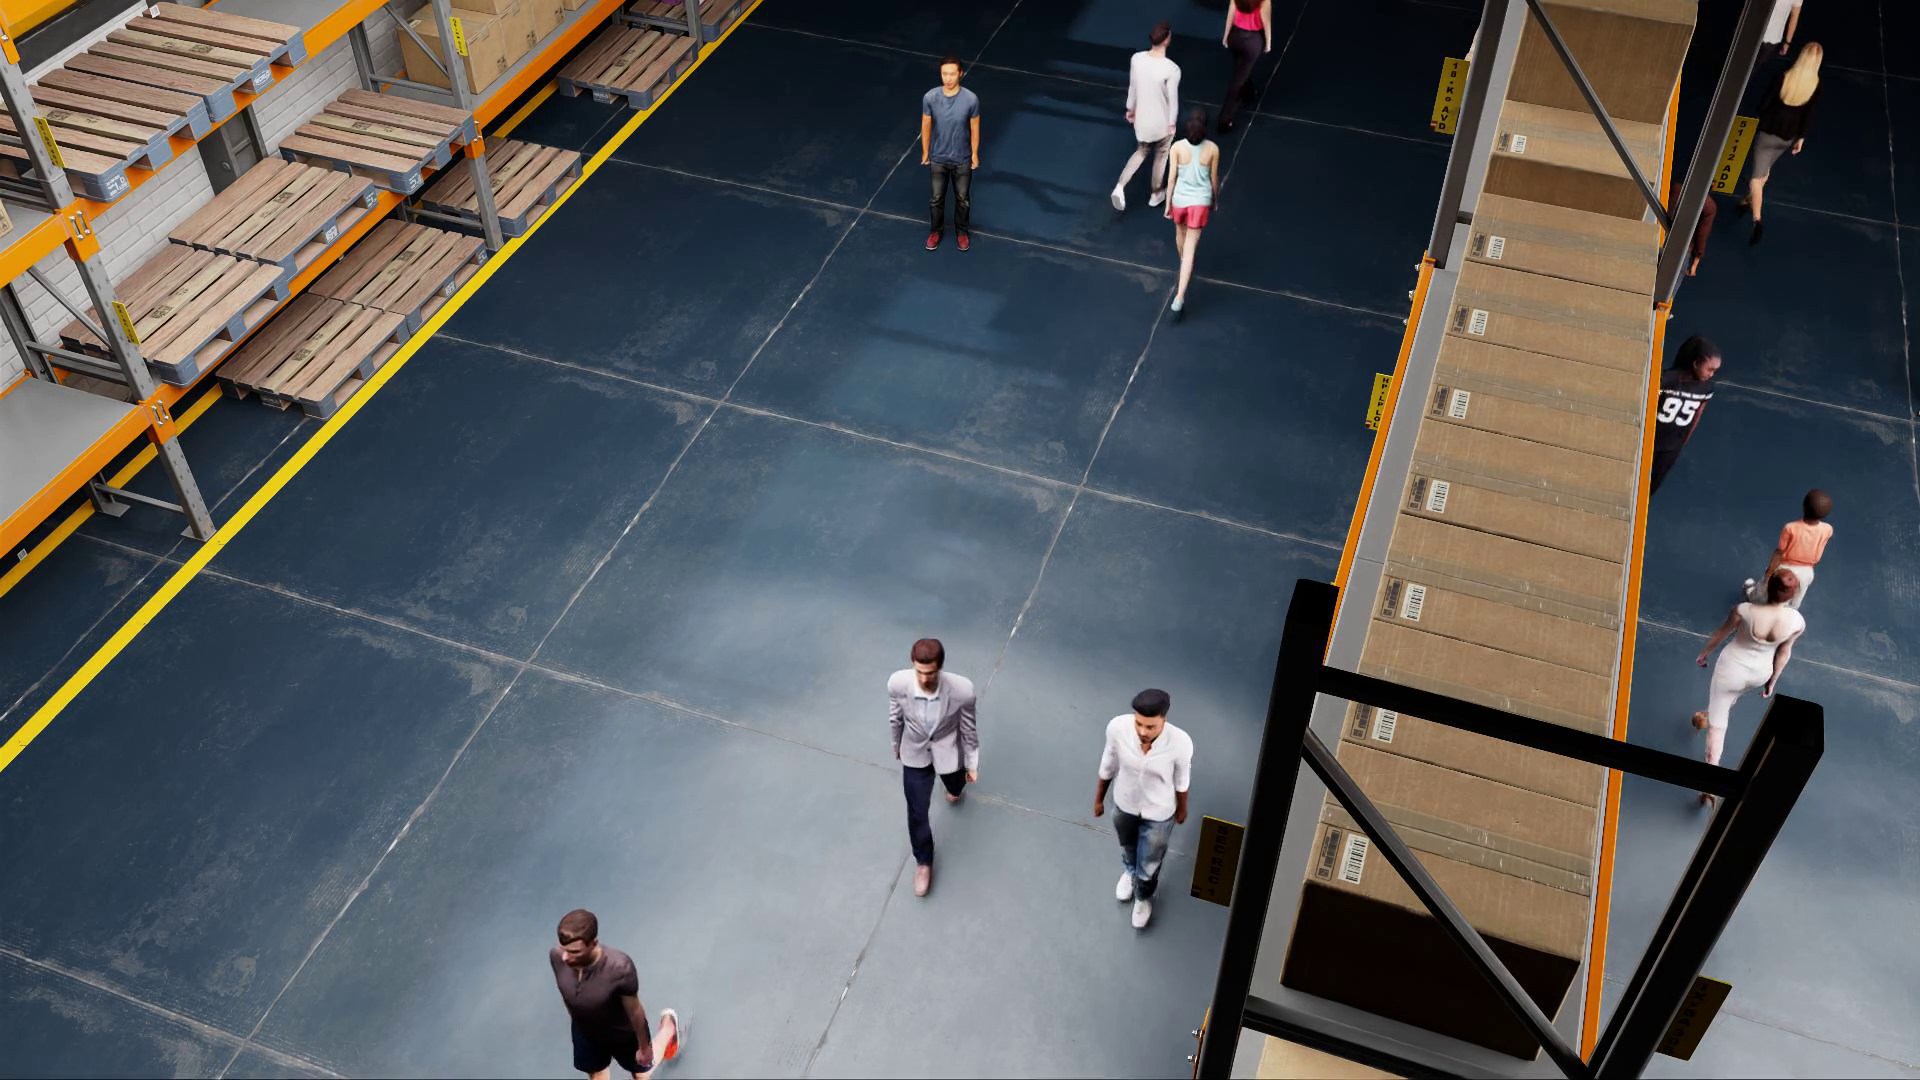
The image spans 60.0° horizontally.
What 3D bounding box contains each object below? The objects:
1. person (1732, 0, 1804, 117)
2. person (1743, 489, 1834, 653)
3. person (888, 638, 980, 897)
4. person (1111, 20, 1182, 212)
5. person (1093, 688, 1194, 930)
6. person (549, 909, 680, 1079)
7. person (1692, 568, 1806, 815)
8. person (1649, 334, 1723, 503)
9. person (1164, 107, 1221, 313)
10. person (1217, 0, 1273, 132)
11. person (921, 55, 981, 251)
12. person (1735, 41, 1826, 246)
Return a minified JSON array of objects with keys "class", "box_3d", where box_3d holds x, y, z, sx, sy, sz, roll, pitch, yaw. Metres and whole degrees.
[{"class":"person","box_3d":[7.773,-4.922,16.098,0.721,1.682,1.066,11,45,11]},{"class":"person","box_3d":[5.487,0.263,10.951,0.557,1.274,0.916,9,44,9]},{"class":"person","box_3d":[-0.124,1.158,9.617,0.867,1.818,1.228,4,44,5]},{"class":"person","box_3d":[1.673,-3.709,14.723,0.878,1.823,1.081,30,51,28]},{"class":"person","box_3d":[1.071,1.398,9.379,0.685,1.799,0.703,18,47,18]},{"class":"person","box_3d":[-1.706,2.367,8.338,0.690,1.833,1.033,12,45,12]},{"class":"person","box_3d":[4.653,0.897,9.942,0.654,1.748,1.105,11,45,11]},{"class":"person","box_3d":[4.873,-0.754,11.697,0.810,1.717,1.103,8,44,8]},{"class":"person","box_3d":[1.905,-2.705,13.741,0.702,1.724,1.240,9,44,9]},{"class":"person","box_3d":[2.686,-4.694,15.912,0.889,1.609,1.173,34,53,30]},{"class":"person","box_3d":[-0.082,-3.342,14.346,0.707,1.810,0.646,2,44,2]},{"class":"person","box_3d":[7.058,-3.400,14.408,0.791,1.808,1.170,4,44,4]}]
